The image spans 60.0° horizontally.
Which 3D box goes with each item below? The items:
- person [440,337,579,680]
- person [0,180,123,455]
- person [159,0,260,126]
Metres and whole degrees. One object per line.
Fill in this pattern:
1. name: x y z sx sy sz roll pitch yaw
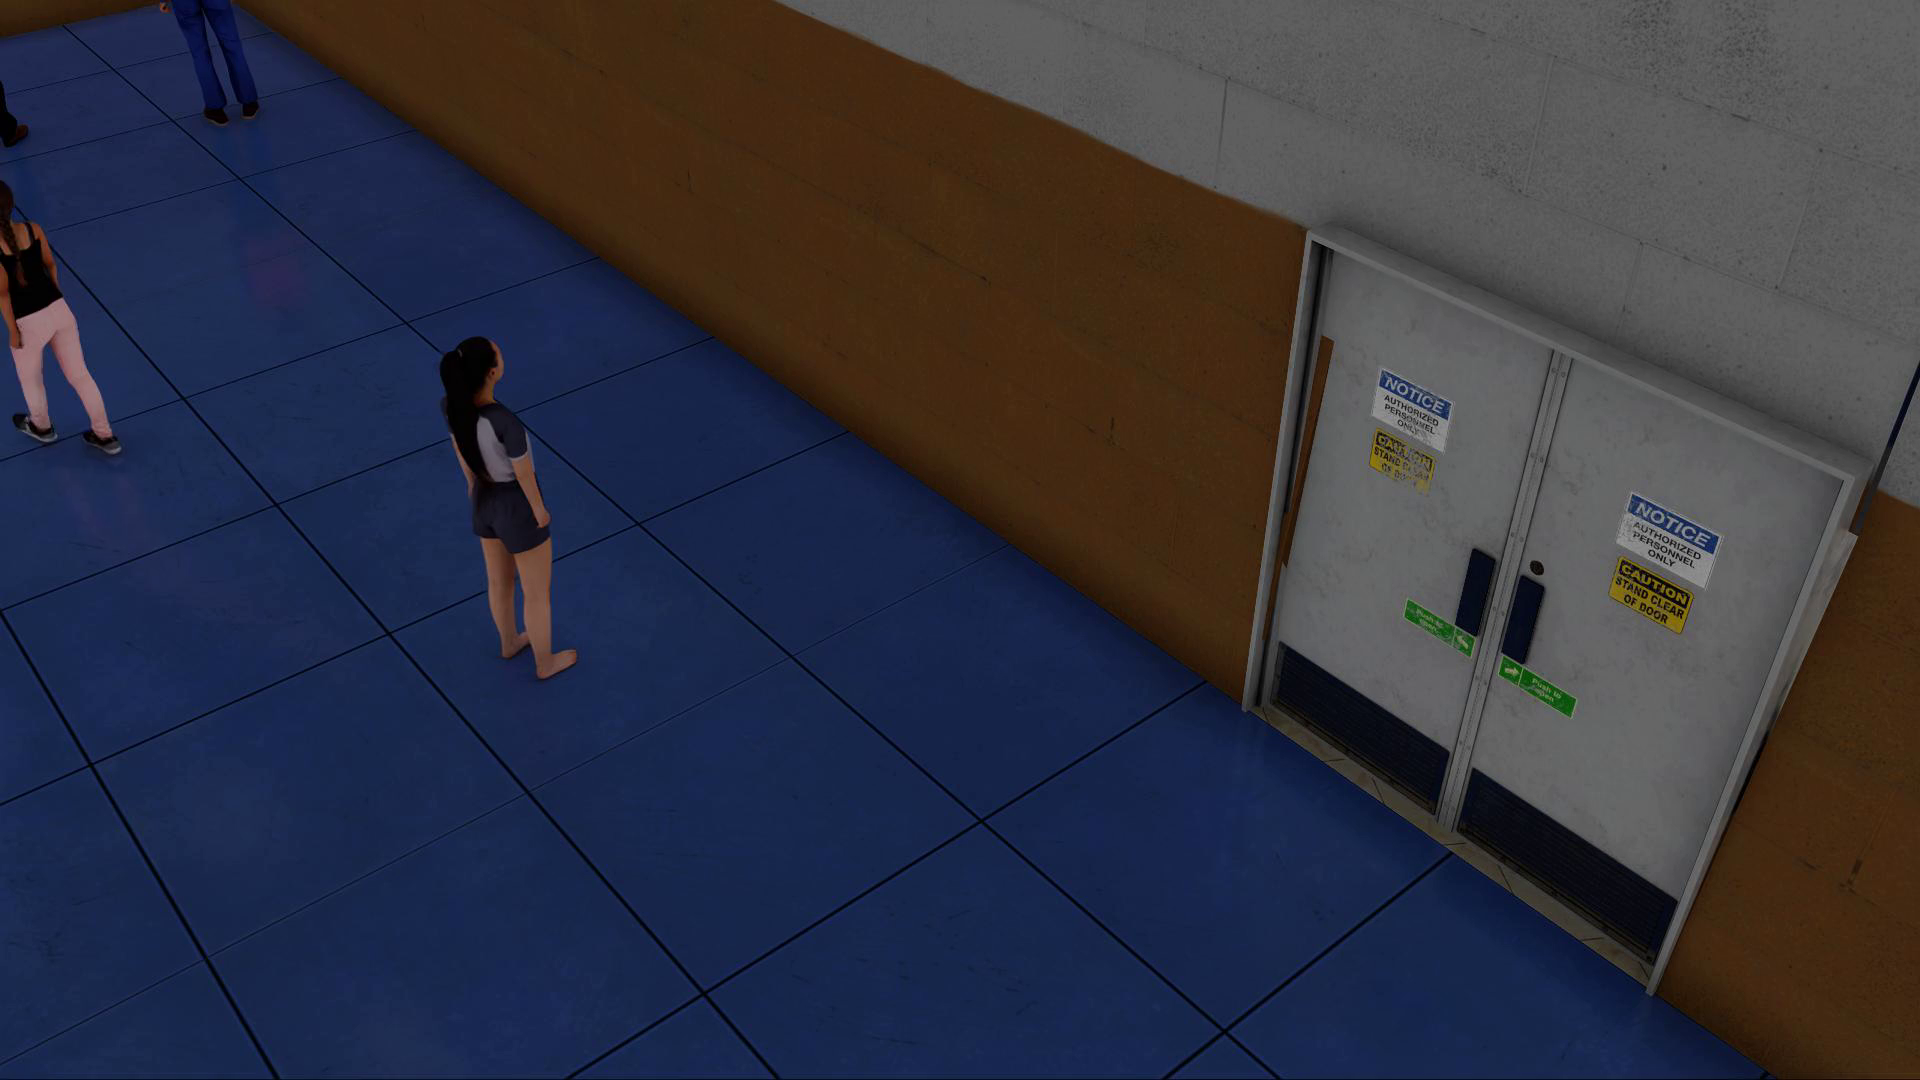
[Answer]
1. person: -1.942 -0.119 7.059 0.639 1.648 0.589 24 43 29
2. person: -4.619 -1.086 8.438 0.759 1.539 0.867 20 41 25
3. person: -5.481 -3.925 11.951 0.597 1.862 0.779 -19 41 -24
